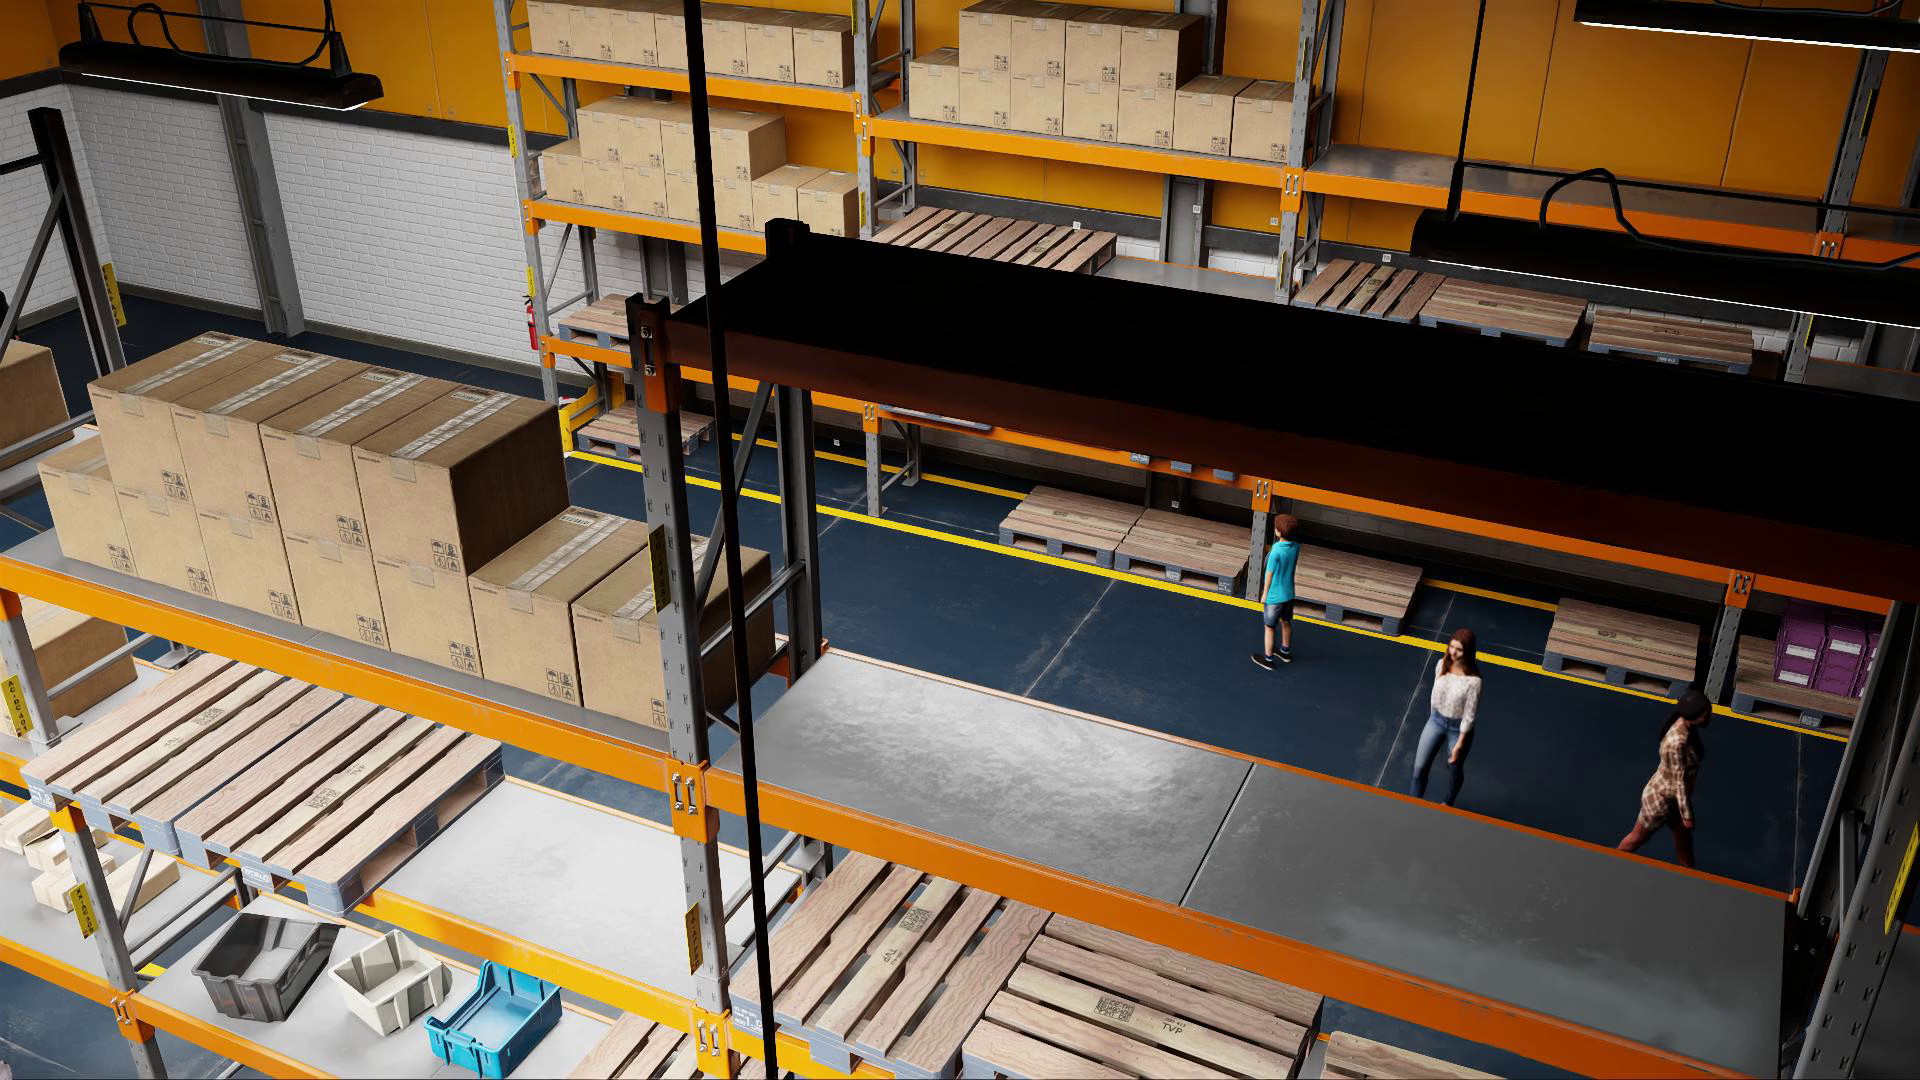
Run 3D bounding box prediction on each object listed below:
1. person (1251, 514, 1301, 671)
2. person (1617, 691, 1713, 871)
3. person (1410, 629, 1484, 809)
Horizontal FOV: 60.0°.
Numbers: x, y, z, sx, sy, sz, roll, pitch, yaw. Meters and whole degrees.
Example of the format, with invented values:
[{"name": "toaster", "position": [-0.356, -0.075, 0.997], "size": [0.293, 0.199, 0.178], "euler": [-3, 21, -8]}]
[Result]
[{"name": "person", "position": [2.758, 0.433, 14.308], "size": [0.583, 1.448, 0.598], "euler": [-22, 36, -35]}, {"name": "person", "position": [4.781, 1.792, 11.500], "size": [1.099, 1.751, 0.753], "euler": [21, 35, 34]}, {"name": "person", "position": [3.690, 1.370, 12.320], "size": [0.821, 1.706, 0.879], "euler": [-26, 38, -38]}]
